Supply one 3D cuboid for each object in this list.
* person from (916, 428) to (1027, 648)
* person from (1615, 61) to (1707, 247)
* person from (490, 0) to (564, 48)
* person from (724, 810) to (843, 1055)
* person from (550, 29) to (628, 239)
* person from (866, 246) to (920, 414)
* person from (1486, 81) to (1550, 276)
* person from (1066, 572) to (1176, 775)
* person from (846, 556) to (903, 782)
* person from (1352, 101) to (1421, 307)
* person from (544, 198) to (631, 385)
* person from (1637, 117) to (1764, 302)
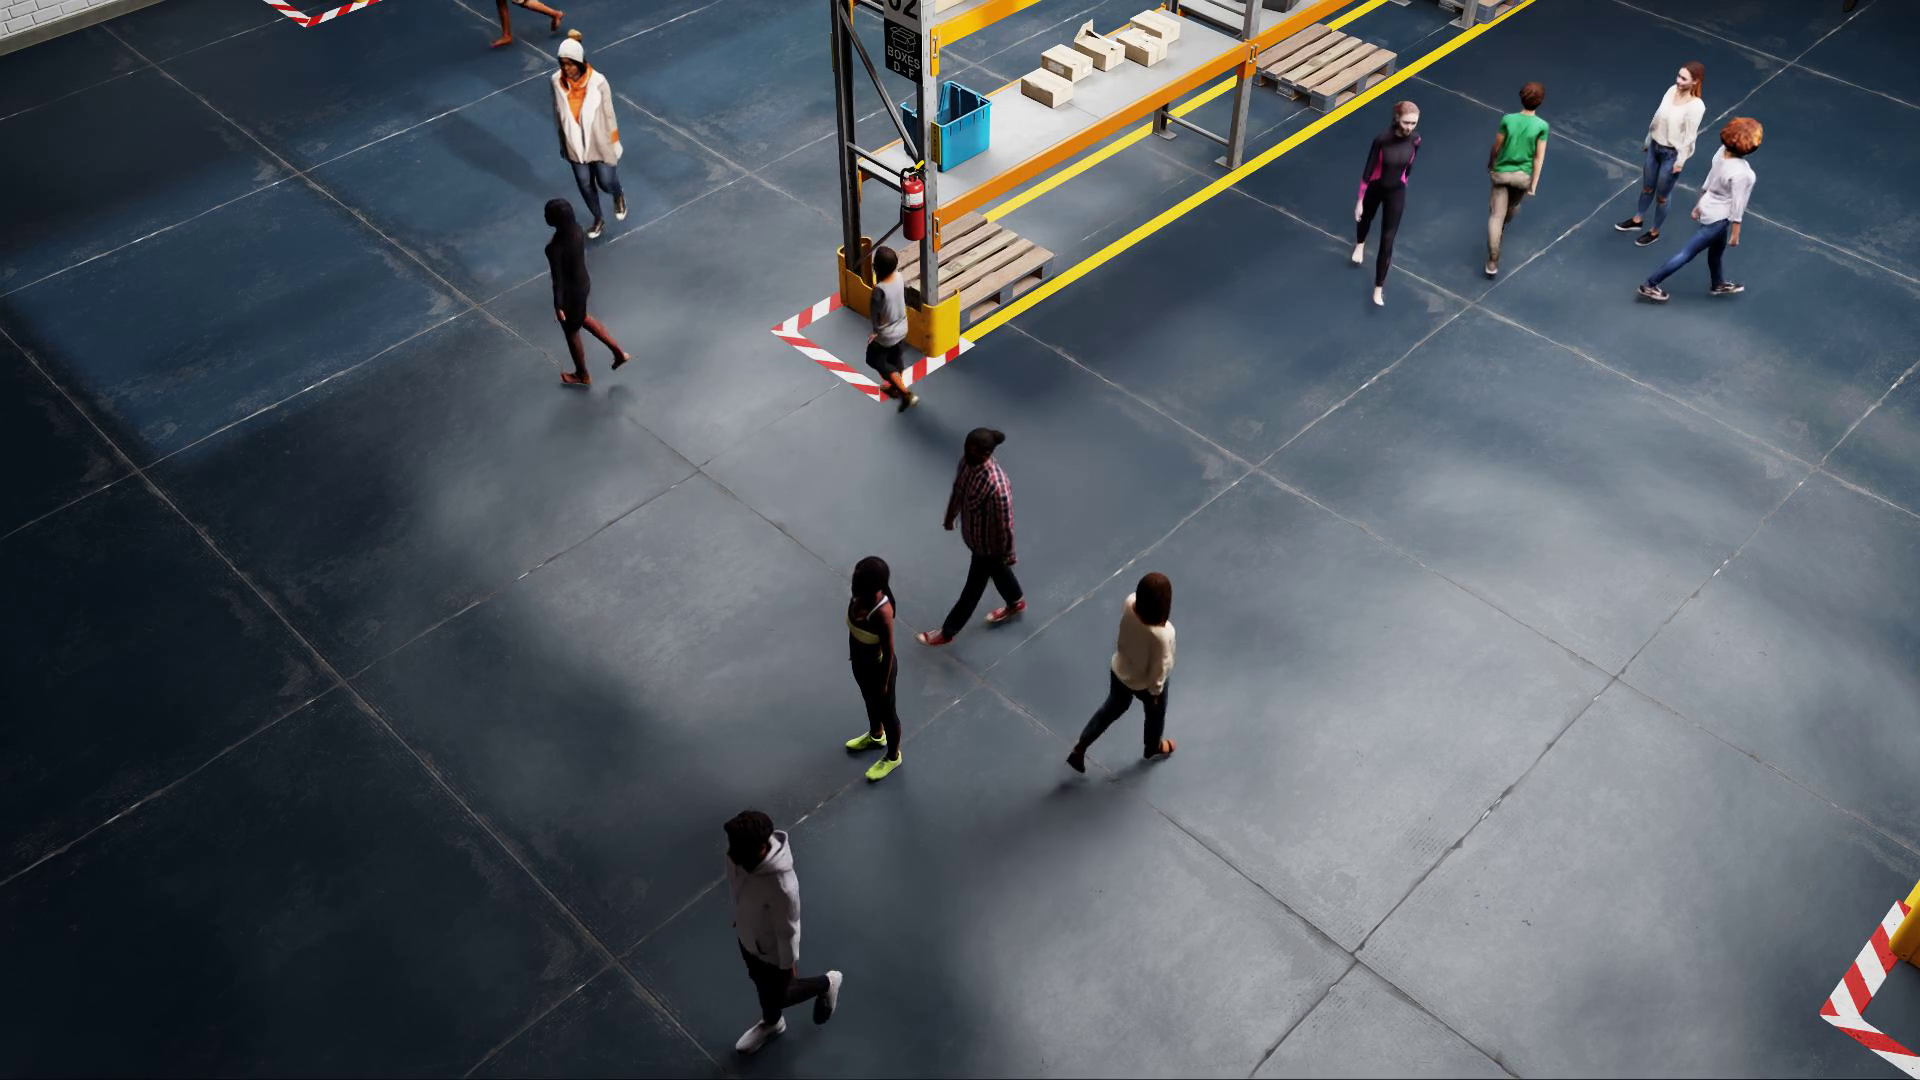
[{"bbox_3d":[0.230,-0.049,10.817,1.201,1.728,0.972,-17,46,-17],"label":"person"},{"bbox_3d":[6.072,-3.323,14.279,0.694,1.692,0.703,-14,45,-14],"label":"person"},{"bbox_3d":[-4.526,-5.838,16.970,1.100,1.622,0.809,-21,47,-20],"label":"person"},{"bbox_3d":[-0.912,1.976,8.552,0.891,1.919,0.716,-31,52,-28],"label":"person"},{"bbox_3d":[-3.172,-3.524,14.356,0.903,1.876,0.964,5,44,6],"label":"person"},{"bbox_3d":[-0.496,-1.626,12.677,0.680,1.444,0.632,-33,53,-30],"label":"person"},{"bbox_3d":[4.640,-3.000,14.000,0.949,1.610,1.181,12,45,12],"label":"person"},{"bbox_3d":[1.000,0.826,9.948,1.068,1.660,0.791,-21,47,-21],"label":"person"},{"bbox_3d":[-0.505,0.741,9.969,0.596,1.753,0.612,-21,48,-21],"label":"person"},{"bbox_3d":[3.512,-2.892,13.837,1.132,1.679,1.240,4,44,4],"label":"person"},{"bbox_3d":[-2.894,-1.877,12.748,0.926,1.710,0.903,8,44,9],"label":"person"},{"bbox_3d":[6.079,-2.654,13.594,1.189,1.668,1.160,2,44,2],"label":"person"}]
